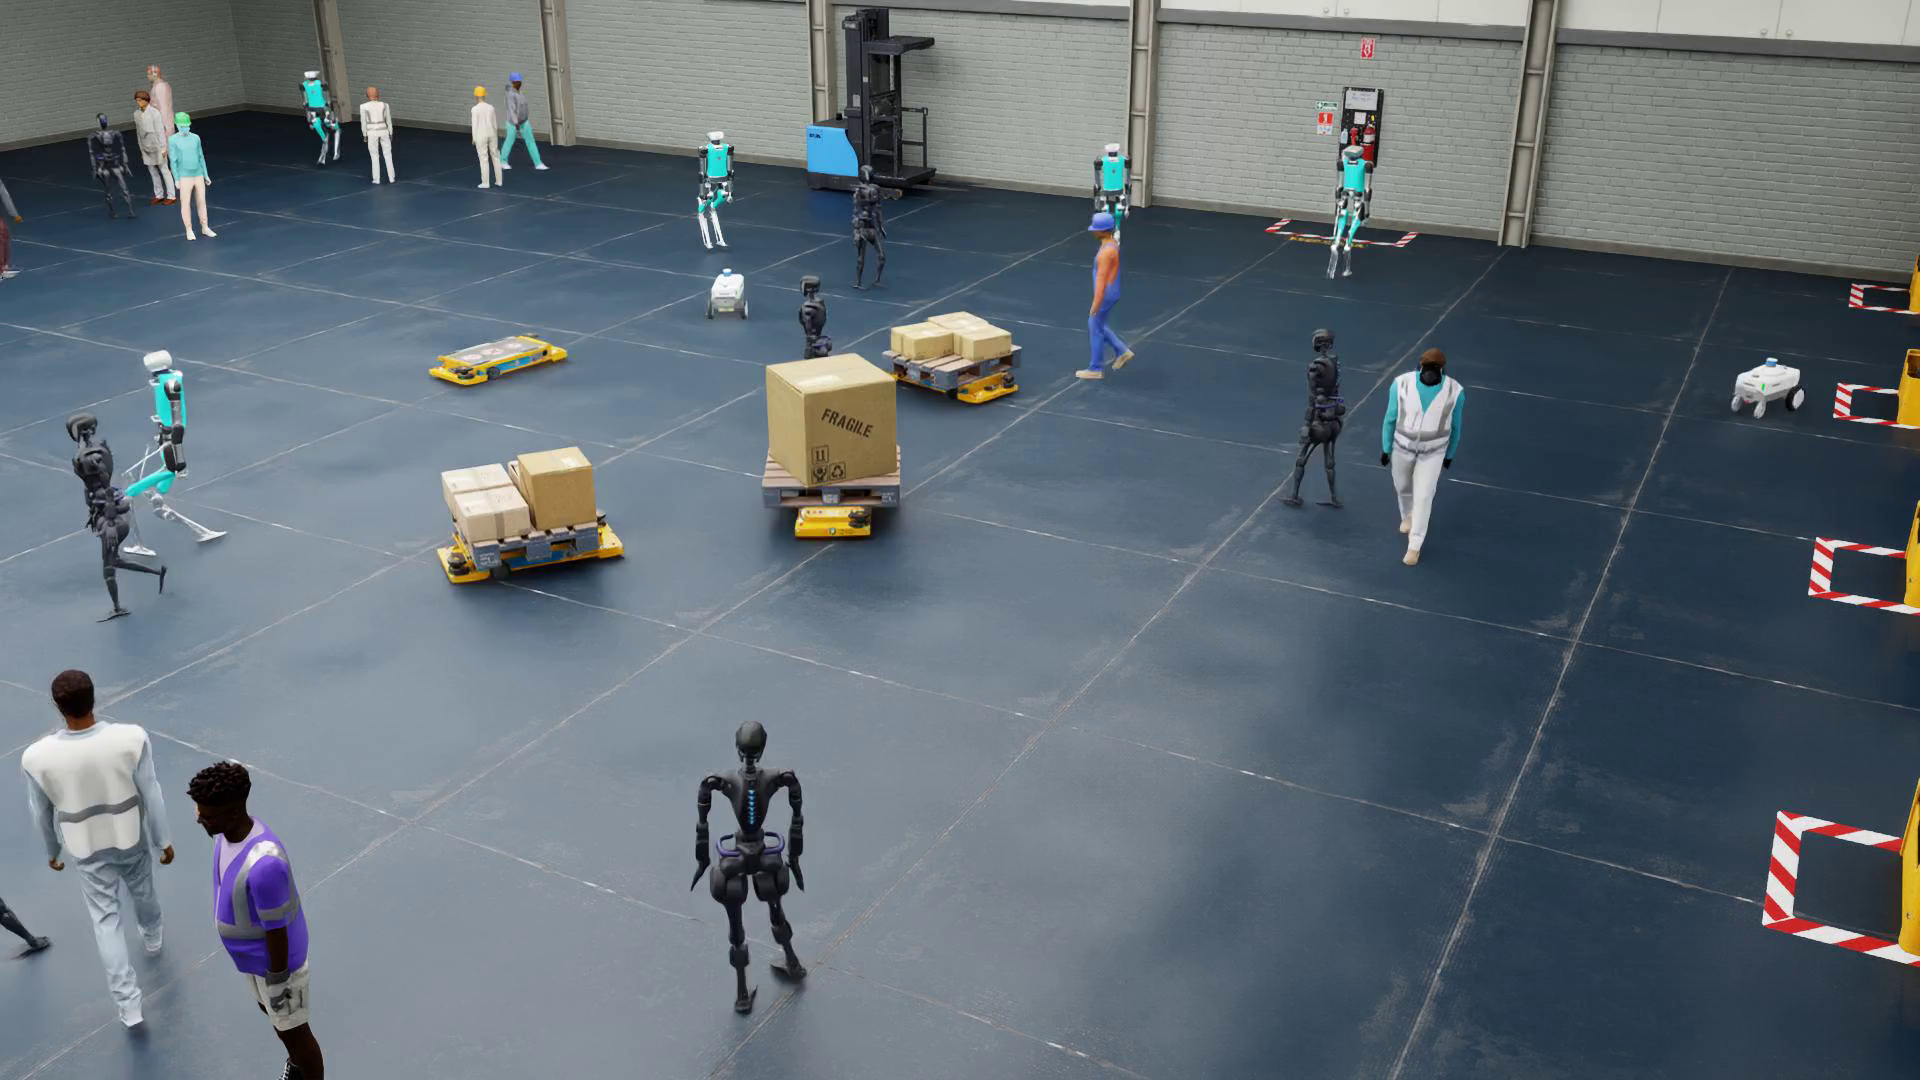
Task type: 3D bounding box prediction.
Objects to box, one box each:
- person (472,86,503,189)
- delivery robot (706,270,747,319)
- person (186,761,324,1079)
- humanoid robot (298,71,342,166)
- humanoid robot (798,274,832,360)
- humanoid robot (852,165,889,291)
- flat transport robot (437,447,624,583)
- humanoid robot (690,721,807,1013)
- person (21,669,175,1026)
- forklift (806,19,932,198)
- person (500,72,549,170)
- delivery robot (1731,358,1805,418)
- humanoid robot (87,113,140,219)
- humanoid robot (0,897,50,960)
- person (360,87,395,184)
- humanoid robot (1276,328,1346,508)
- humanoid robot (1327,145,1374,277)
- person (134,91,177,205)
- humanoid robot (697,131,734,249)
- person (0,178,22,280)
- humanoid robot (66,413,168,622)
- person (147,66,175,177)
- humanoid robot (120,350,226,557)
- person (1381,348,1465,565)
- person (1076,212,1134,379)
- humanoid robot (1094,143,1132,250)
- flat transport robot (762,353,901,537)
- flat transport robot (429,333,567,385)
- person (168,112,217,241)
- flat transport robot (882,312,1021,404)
[{"bbox_3d":[-8.064,-6.843,28.283,0.316,1.697,0.464,21,31,40],"label":"person"},{"bbox_3d":[-2.937,-3.108,21.054,0.499,0.609,0.807,0,23,-1],"label":"delivery robot"},{"bbox_3d":[-3.204,1.878,7.661,0.371,1.958,0.596,-19,29,-37],"label":"person"},{"bbox_3d":[-11.492,-7.625,30.086,0.536,1.740,1.028,1,23,2],"label":"humanoid robot"},{"bbox_3d":[-1.444,-1.839,16.659,0.320,1.664,0.610,3,23,6],"label":"humanoid robot"},{"bbox_3d":[-1.208,-4.116,21.959,0.457,1.647,0.589,16,28,32],"label":"humanoid robot"},{"bbox_3d":[-3.653,0.034,14.083,1.431,0.231,0.659,-11,26,-24],"label":"flat transport robot"},{"bbox_3d":[-1.098,1.645,8.553,0.593,1.650,0.419,-5,24,-10],"label":"humanoid robot"},{"bbox_3d":[-4.412,1.534,8.580,0.597,1.864,1.033,-12,26,-25],"label":"person"},{"bbox_3d":[-1.573,-7.292,27.850,1.873,2.768,1.129,12,26,25],"label":"forklift"},{"bbox_3d":[-7.919,-7.475,29.715,0.928,1.727,0.538,8,25,19],"label":"person"},{"bbox_3d":[8.541,-1.638,17.585,0.747,0.572,0.499,-15,28,-31],"label":"delivery robot"},{"bbox_3d":[-13.228,-5.802,25.906,0.589,1.635,0.698,-21,31,-39],"label":"humanoid robot"},{"bbox_3d":[-5.304,1.589,8.723,0.613,1.633,0.653,15,28,32],"label":"humanoid robot"},{"bbox_3d":[-10.021,-6.965,28.648,0.519,1.634,0.312,-13,26,-27],"label":"person"},{"bbox_3d":[3.238,-1.101,14.961,0.582,1.631,0.608,17,29,35],"label":"humanoid robot"},{"bbox_3d":[5.221,-4.361,22.604,0.565,1.907,0.712,18,29,36],"label":"humanoid robot"},{"bbox_3d":[-13.120,-6.370,27.036,0.499,1.825,0.370,5,24,12],"label":"person"},{"bbox_3d":[-3.574,-5.056,23.903,0.533,1.677,0.735,-14,27,-29],"label":"humanoid robot"},{"bbox_3d":[-13.056,-4.448,22.594,0.555,1.790,0.656,12,26,26],"label":"person"},{"bbox_3d":[-6.546,-0.210,12.894,0.623,1.641,0.604,-19,30,-38],"label":"humanoid robot"},{"bbox_3d":[-13.986,-7.347,29.195,0.412,1.905,0.651,-7,24,-16],"label":"person"},{"bbox_3d":[-6.802,-0.666,13.904,1.005,1.776,0.533,-14,27,-30],"label":"humanoid robot"},{"bbox_3d":[3.884,-0.781,14.040,0.619,1.805,0.906,9,25,21],"label":"person"},{"bbox_3d":[1.621,-2.692,18.387,0.553,1.881,0.533,3,23,8],"label":"person"},{"bbox_3d":[2.073,-4.674,23.268,0.552,1.854,0.845,-2,23,-6],"label":"humanoid robot"},{"bbox_3d":[-1.143,-0.383,15.054,0.659,0.231,1.431,-1,23,-2],"label":"flat transport robot"},{"bbox_3d":[-5.262,-2.065,18.969,0.659,0.231,1.431,17,29,35],"label":"flat transport robot"},{"bbox_3d":[-11.455,-5.421,24.761,0.368,1.867,0.515,21,31,40],"label":"person"},{"bbox_3d":[-0.102,-1.800,18.354,1.431,0.231,0.659,20,30,39],"label":"flat transport robot"}]
